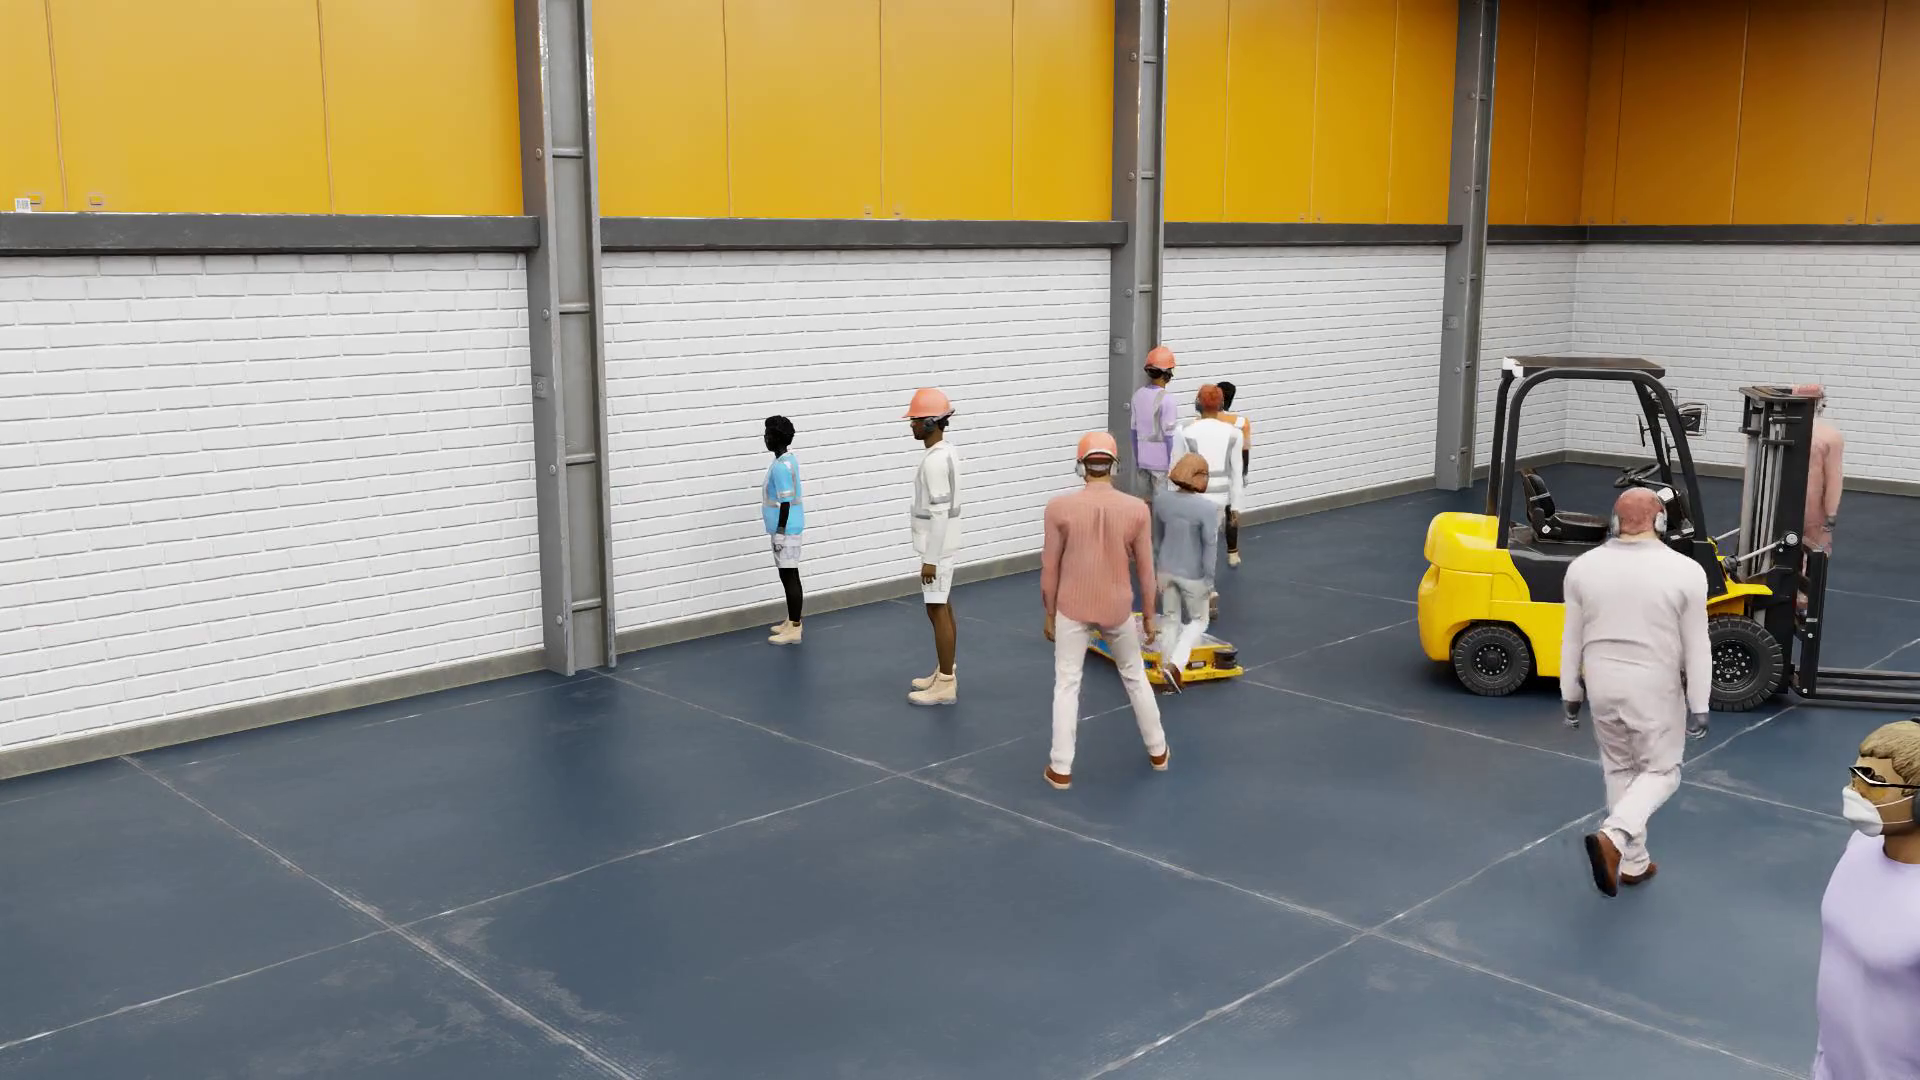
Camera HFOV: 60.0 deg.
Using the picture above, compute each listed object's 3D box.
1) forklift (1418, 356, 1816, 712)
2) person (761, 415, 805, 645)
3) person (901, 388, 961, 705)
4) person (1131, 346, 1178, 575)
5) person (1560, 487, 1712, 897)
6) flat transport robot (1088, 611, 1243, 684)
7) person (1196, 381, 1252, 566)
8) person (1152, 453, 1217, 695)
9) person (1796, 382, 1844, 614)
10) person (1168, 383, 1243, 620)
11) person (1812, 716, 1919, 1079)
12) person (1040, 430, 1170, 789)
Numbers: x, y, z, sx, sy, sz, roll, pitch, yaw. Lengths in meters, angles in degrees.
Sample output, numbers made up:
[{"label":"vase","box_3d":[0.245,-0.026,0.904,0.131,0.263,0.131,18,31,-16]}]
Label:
[{"label":"forklift","box_3d":[4.276,-0.101,11.076,2.313,2.155,1.214,2,11,13]},{"label":"person","box_3d":[-1.307,-0.078,12.305,0.317,1.695,0.540,0,10,-1]},{"label":"person","box_3d":[-0.187,0.042,10.707,0.383,2.041,0.616,1,10,4]},{"label":"person","box_3d":[1.748,-0.673,14.596,0.369,2.044,0.615,-5,12,-27]},{"label":"person","box_3d":[3.025,0.707,7.544,0.715,1.866,0.699,-10,14,-44]},{"label":"flat transport robot","box_3d":[1.341,0.735,11.763,0.652,0.197,1.431,-4,11,-22]},{"label":"person","box_3d":[2.388,-0.602,15.192,0.538,1.690,0.320,3,11,18]},{"label":"person","box_3d":[1.424,0.238,10.815,0.520,1.616,0.420,8,13,37]},{"label":"person","box_3d":[6.498,-0.279,12.874,0.407,1.892,0.660,-8,13,-38]},{"label":"person","box_3d":[1.951,-0.307,13.146,0.577,1.859,0.877,-2,11,-12]},{"label":"person","box_3d":[2.143,1.350,3.862,0.373,1.940,0.628,1,10,4]},{"label":"person","box_3d":[0.821,0.370,9.202,0.778,1.954,0.531,-1,10,-7]}]
